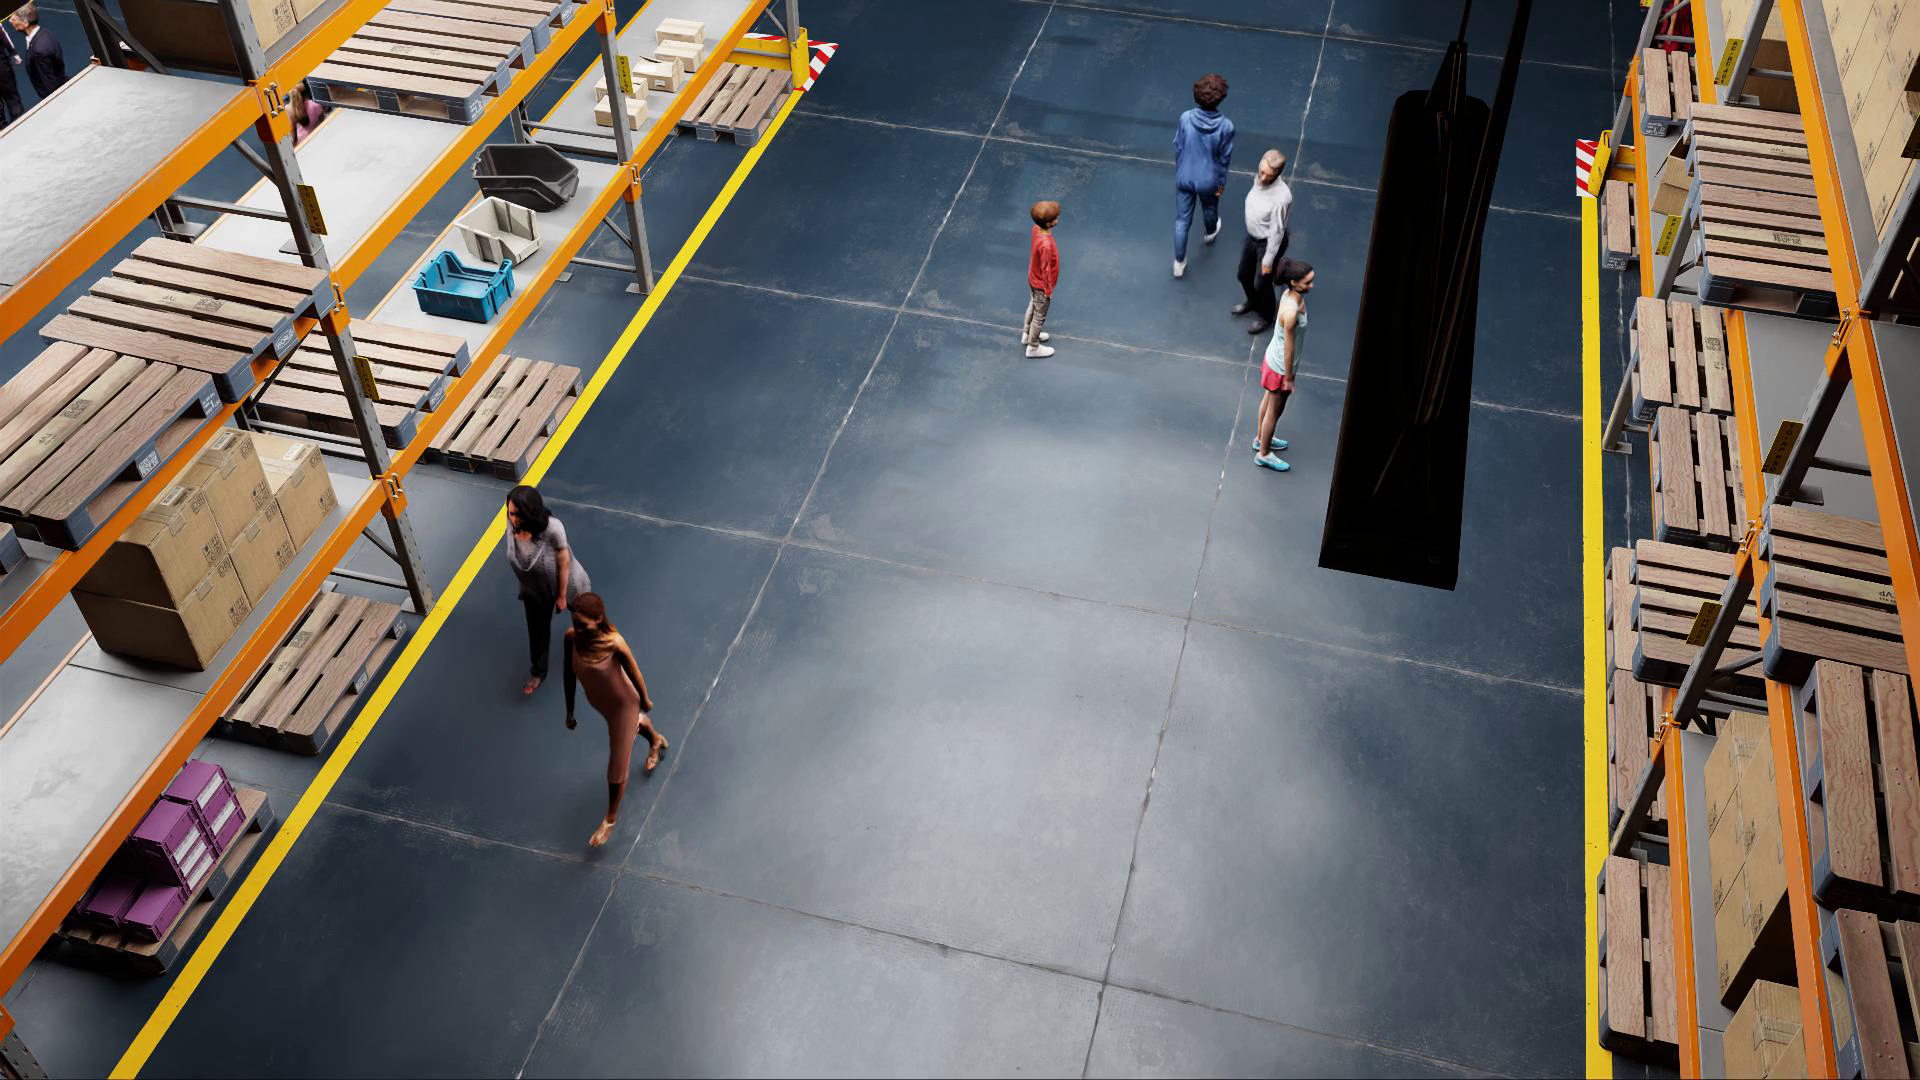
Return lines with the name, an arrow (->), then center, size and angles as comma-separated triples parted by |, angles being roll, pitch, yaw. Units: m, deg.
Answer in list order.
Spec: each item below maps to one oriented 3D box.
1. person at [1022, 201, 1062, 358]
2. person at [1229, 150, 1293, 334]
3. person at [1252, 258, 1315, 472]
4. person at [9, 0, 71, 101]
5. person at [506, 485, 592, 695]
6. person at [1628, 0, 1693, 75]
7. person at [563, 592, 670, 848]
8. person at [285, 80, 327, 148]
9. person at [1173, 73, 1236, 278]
person -> 0.651, -2.117, 13.450 | 0.649, 1.413, 0.538 | -7, 44, -7
person -> 2.512, -2.444, 13.532 | 0.890, 1.773, 0.814 | -8, 44, -8
person -> 2.396, -1.307, 12.345 | 0.669, 1.764, 0.522 | 6, 44, 7
person -> -8.218, -4.061, 15.200 | 0.827, 1.813, 0.738 | -16, 46, -16
person -> -2.631, 0.207, 10.898 | 0.649, 1.568, 1.038 | 13, 45, 14
person -> 7.044, -5.135, 16.522 | 0.763, 1.545, 0.772 | 23, 48, 22
person -> -2.035, 0.904, 10.009 | 0.709, 1.784, 1.187 | 17, 46, 17
person -> -5.879, -3.573, 15.090 | 0.612, 1.258, 0.725 | -2, 44, -2
person -> 2.011, -3.060, 14.179 | 0.726, 1.772, 1.085 | 13, 45, 13
